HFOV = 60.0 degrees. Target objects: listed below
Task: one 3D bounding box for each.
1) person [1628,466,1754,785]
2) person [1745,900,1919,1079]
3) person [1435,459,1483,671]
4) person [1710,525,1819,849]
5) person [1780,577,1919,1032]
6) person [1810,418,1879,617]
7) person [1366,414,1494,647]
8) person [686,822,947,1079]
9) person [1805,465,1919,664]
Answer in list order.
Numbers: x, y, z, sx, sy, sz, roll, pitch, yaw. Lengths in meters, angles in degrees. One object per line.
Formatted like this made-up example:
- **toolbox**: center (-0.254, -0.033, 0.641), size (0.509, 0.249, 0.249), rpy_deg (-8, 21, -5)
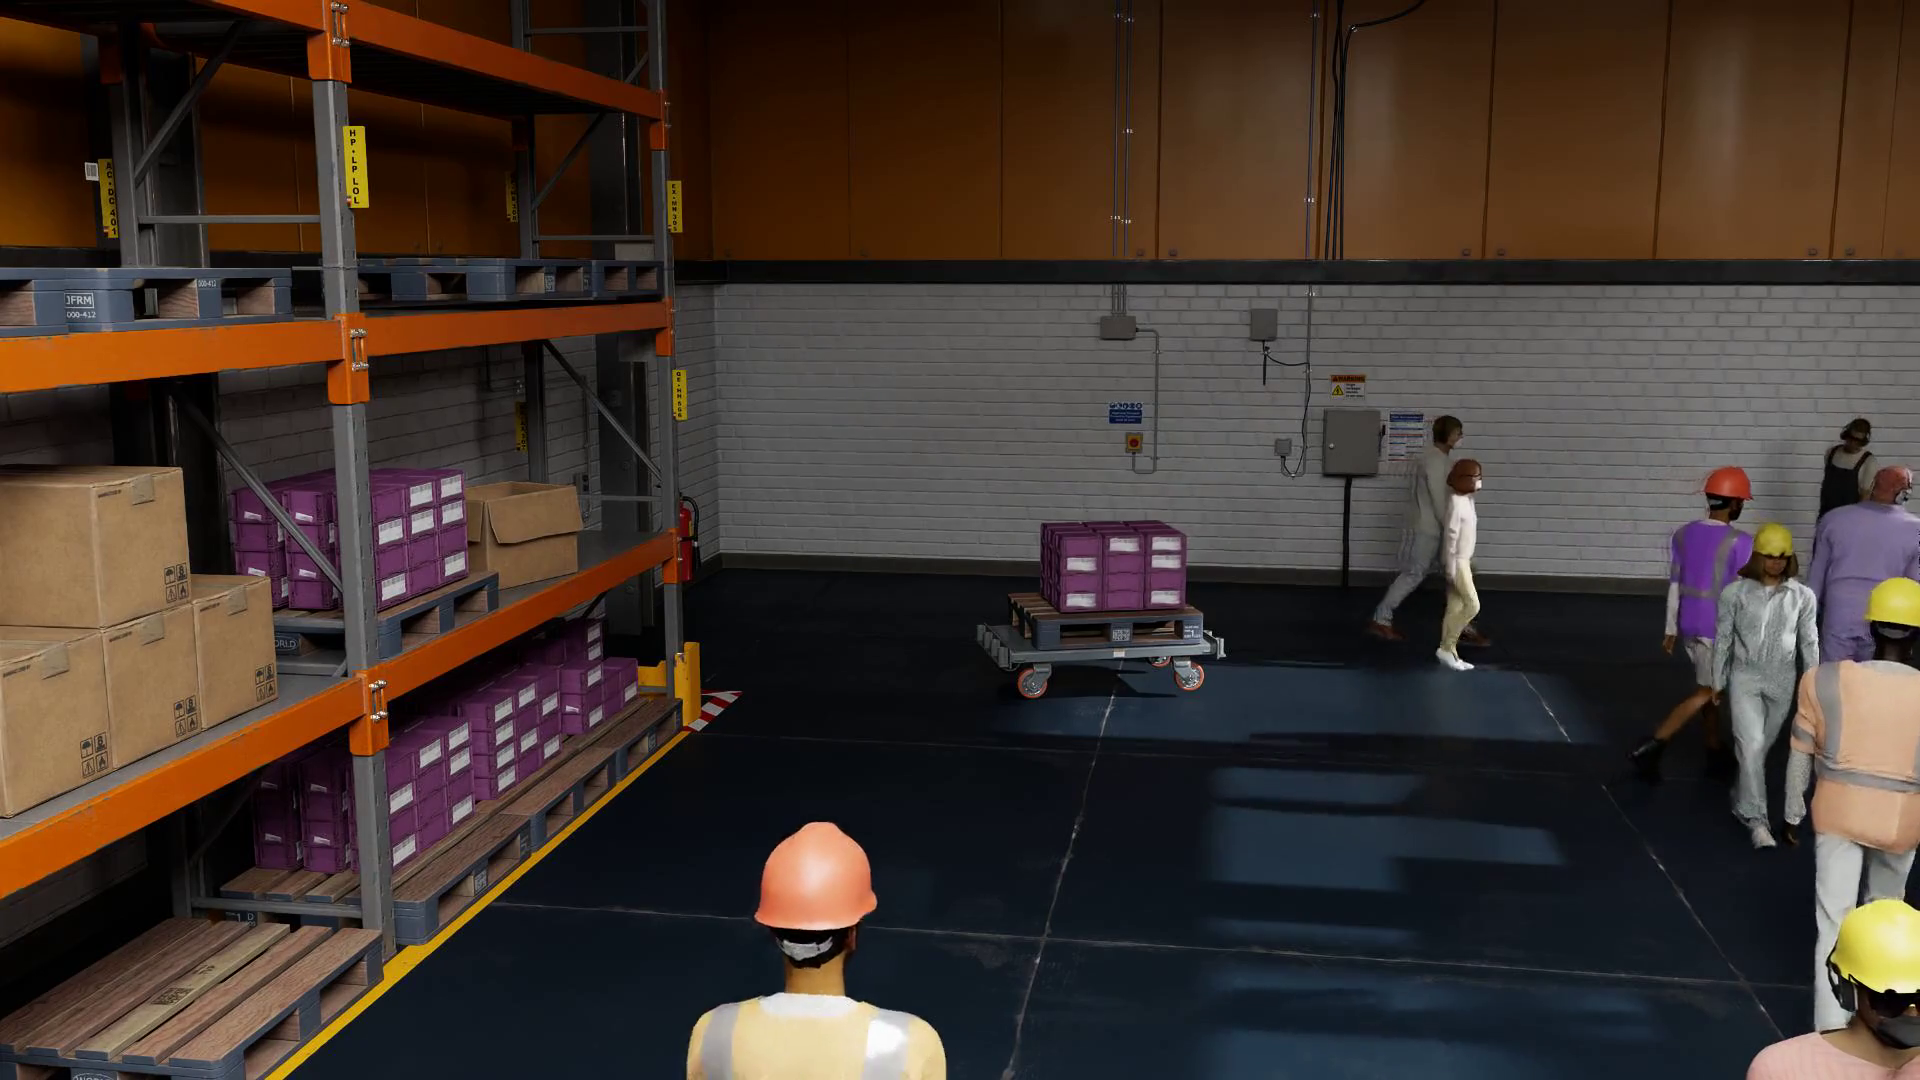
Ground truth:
- **person**: center (4.364, 0.515, 9.812), size (0.920, 1.901, 0.556), rpy_deg (-4, 10, -21)
- **person**: center (1.881, 1.598, 3.486), size (0.523, 1.769, 0.314), rpy_deg (0, 9, -2)
- **person**: center (3.808, 0.192, 12.570), size (0.355, 1.619, 0.521), rpy_deg (5, 10, 28)
- **person**: center (4.282, 0.764, 8.823), size (0.505, 1.687, 0.889), rpy_deg (1, 9, 8)
- **person**: center (3.458, 1.080, 6.323), size (0.602, 1.887, 0.949), rpy_deg (4, 10, 26)
- **person**: center (7.514, -0.160, 14.258), size (0.830, 1.785, 0.597), rpy_deg (-6, 11, -31)
- **person**: center (3.807, -0.081, 13.458), size (0.987, 1.898, 0.618), rpy_deg (5, 10, 27)
- **person**: center (-0.285, 1.535, 3.389), size (0.570, 1.924, 0.503), rpy_deg (2, 10, 15)
- **person**: center (5.488, 0.472, 10.117), size (0.688, 1.869, 0.626), rpy_deg (7, 11, 35)
